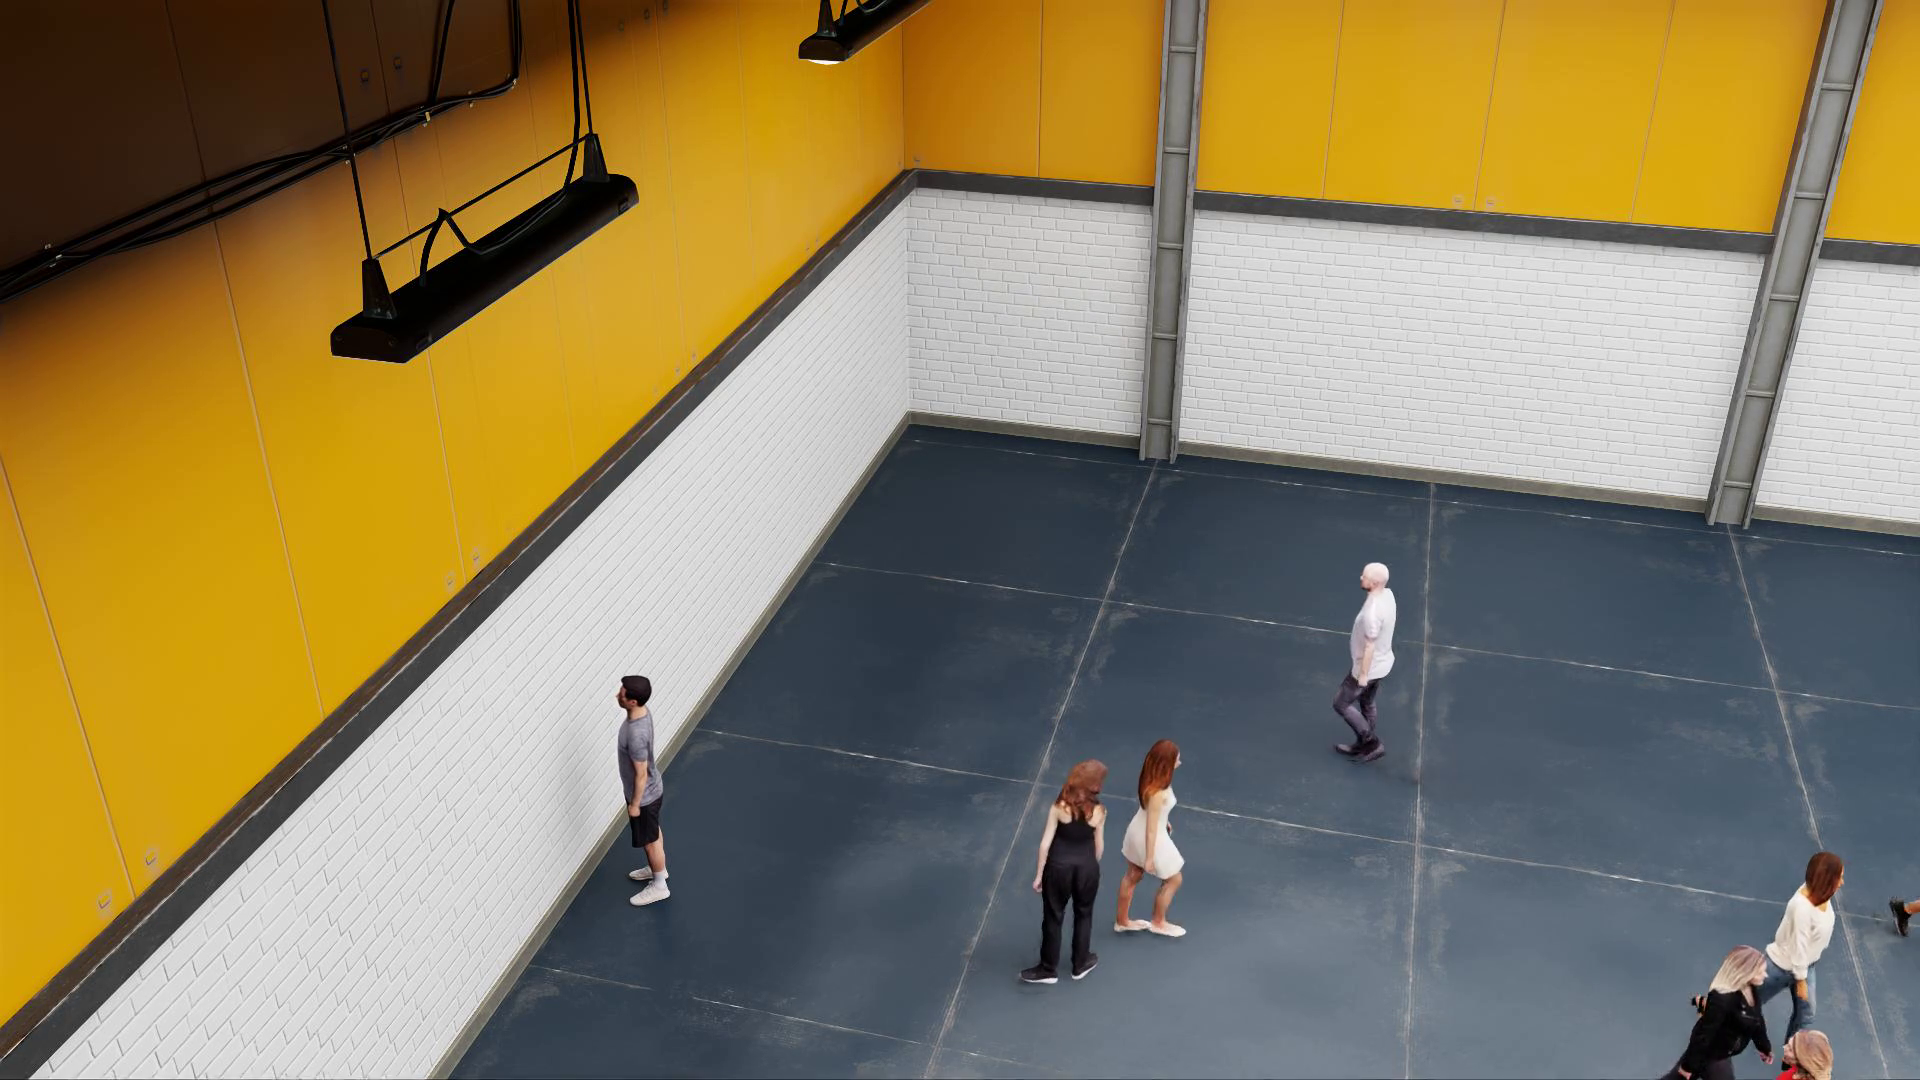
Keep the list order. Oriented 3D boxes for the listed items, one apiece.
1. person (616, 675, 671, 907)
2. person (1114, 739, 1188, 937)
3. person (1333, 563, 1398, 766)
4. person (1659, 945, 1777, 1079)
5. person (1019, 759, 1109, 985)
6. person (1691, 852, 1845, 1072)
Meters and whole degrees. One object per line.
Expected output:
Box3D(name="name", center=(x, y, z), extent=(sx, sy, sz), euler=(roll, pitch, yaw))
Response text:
Box3D(name="person", center=(-2.257, 1.761, 11.881), extent=(0.711, 1.871, 0.735), euler=(-5, 29, -9))
Box3D(name="person", center=(1.219, 2.078, 11.493), extent=(0.816, 1.687, 0.714), euler=(-3, 29, -6))
Box3D(name="person", center=(3.351, 1.024, 13.285), extent=(0.798, 1.822, 0.773), euler=(16, 32, 27))
Box3D(name="person", center=(4.348, 2.998, 9.851), extent=(1.171, 1.645, 0.881), euler=(18, 33, 29))
Box3D(name="person", center=(0.695, 2.252, 11.135), extent=(0.659, 1.725, 0.858), euler=(-11, 30, -19))
Box3D(name="person", center=(5.149, 2.635, 10.519), extent=(0.995, 1.641, 1.169), euler=(-22, 35, -34))
